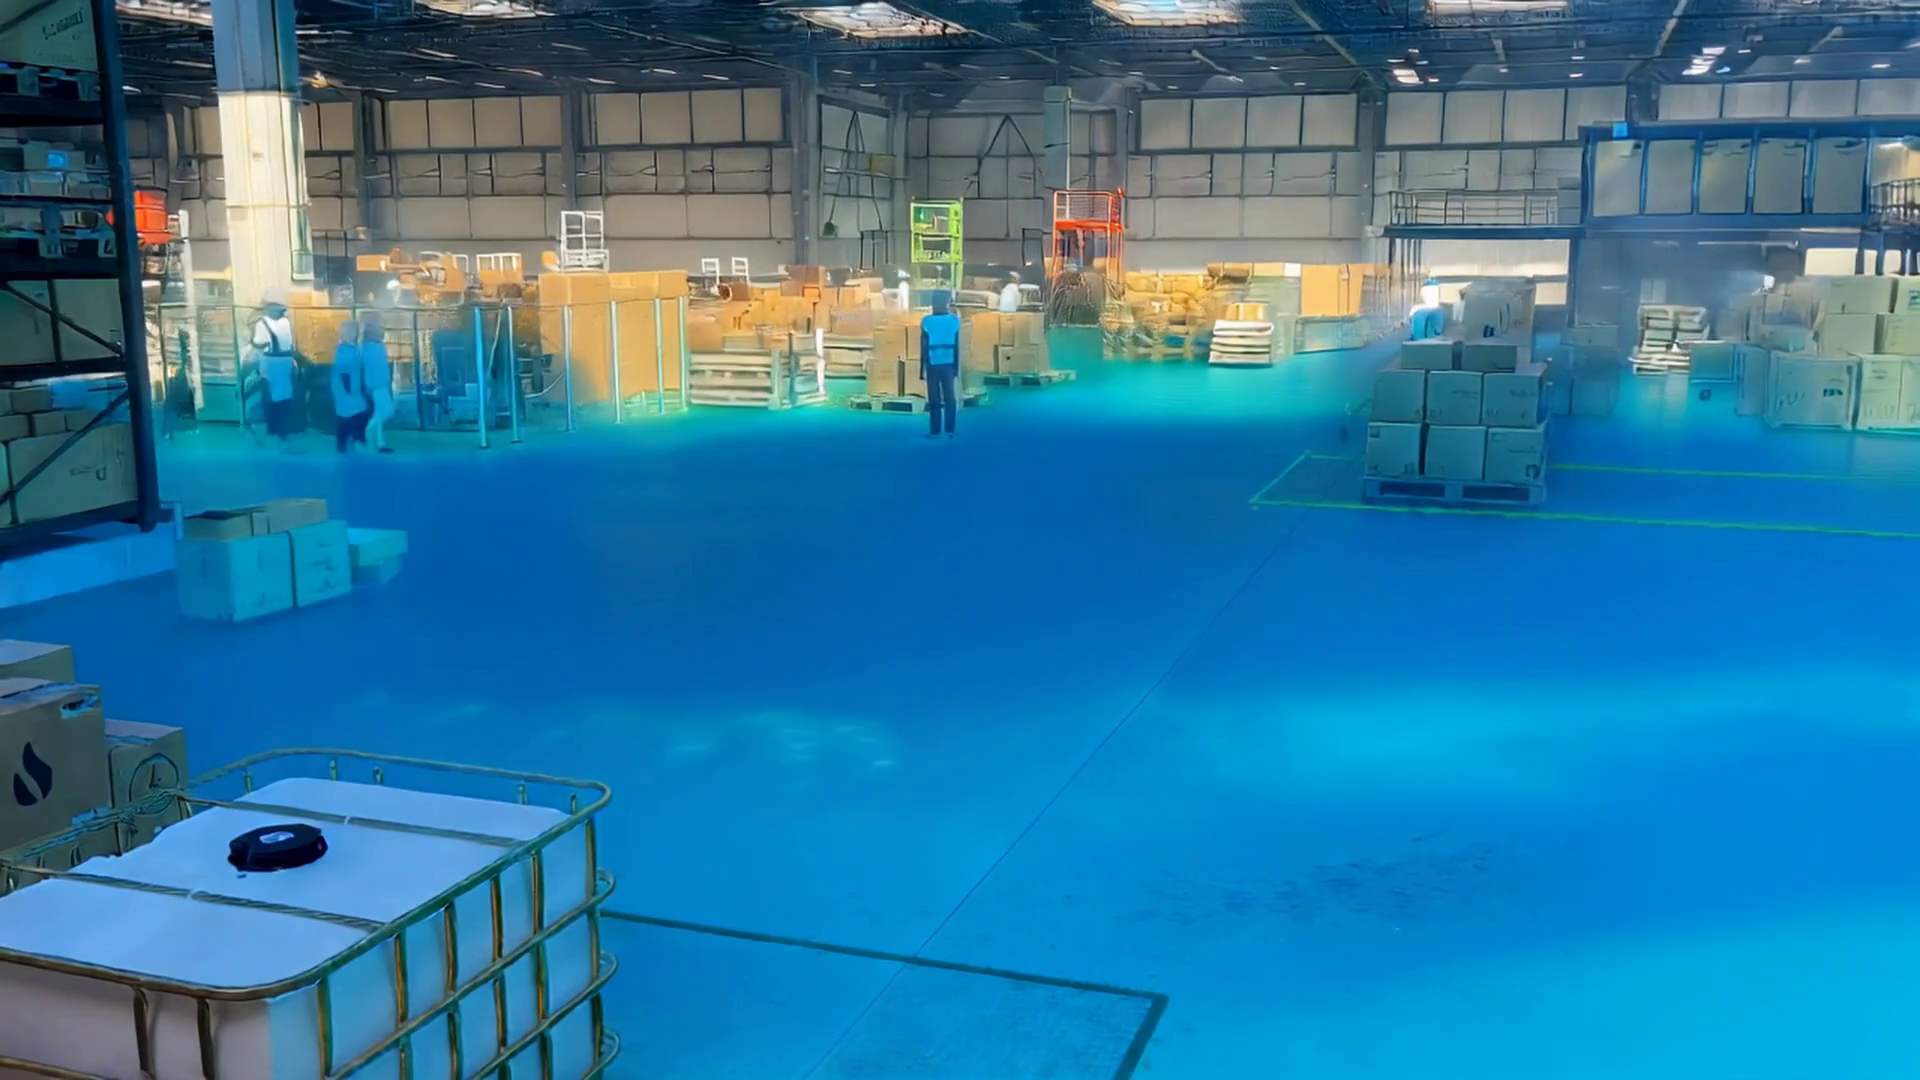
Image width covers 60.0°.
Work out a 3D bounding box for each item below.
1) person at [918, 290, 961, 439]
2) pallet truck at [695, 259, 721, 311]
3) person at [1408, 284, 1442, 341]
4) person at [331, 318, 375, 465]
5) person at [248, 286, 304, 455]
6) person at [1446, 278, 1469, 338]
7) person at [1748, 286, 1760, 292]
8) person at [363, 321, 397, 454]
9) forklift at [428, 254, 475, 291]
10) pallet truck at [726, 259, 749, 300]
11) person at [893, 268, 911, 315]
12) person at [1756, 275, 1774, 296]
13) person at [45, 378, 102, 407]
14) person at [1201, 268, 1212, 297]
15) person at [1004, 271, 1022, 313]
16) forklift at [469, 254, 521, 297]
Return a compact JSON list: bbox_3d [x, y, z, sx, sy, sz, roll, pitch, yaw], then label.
[{"bbox_3d":[-0.259,-2.267,21.545,0.597,1.918,0.383,-6,12,-30],"label":"person"},{"bbox_3d":[-9.165,-9.627,62.776,0.823,1.965,1.885,4,11,23],"label":"pallet truck"},{"bbox_3d":[6.433,-2.537,22.931,0.367,1.966,0.606,-5,11,-28],"label":"person"},{"bbox_3d":[-6.905,-1.688,18.952,0.540,1.674,0.558,-2,10,-9],"label":"person"},{"bbox_3d":[-8.211,-2.014,19.846,0.676,2.023,0.615,2,10,12],"label":"person"},{"bbox_3d":[8.742,-3.591,29.005,0.575,1.916,0.571,-10,14,-44],"label":"person"},{"bbox_3d":[27.433,-8.521,57.570,0.494,1.624,0.280,5,11,26],"label":"person"},{"bbox_3d":[-7.000,-1.817,19.876,0.445,1.611,0.509,2,10,10],"label":"person"},{"bbox_3d":[-20.133,-10.254,65.465,1.157,1.987,2.680,3,11,19],"label":"forklift"},{"bbox_3d":[-7.986,-9.493,62.019,0.823,1.965,1.885,3,11,17],"label":"pallet truck"},{"bbox_3d":[-1.292,-5.124,37.468,0.508,1.978,0.635,-1,10,-8],"label":"person"},{"bbox_3d":[17.679,-4.930,36.762,0.576,1.856,0.854,-7,12,-35],"label":"person"},{"bbox_3d":[-11.194,-2.127,20.865,0.827,1.874,0.668,4,11,21],"label":"person"},{"bbox_3d":[8.190,-8.216,55.559,0.484,1.739,0.305,-9,13,-41],"label":"person"},{"bbox_3d":[1.201,-5.362,39.069,0.987,1.889,0.550,-8,13,-40],"label":"person"},{"bbox_3d":[-17.990,-10.121,64.684,1.157,1.987,2.680,3,11,17],"label":"forklift"}]
